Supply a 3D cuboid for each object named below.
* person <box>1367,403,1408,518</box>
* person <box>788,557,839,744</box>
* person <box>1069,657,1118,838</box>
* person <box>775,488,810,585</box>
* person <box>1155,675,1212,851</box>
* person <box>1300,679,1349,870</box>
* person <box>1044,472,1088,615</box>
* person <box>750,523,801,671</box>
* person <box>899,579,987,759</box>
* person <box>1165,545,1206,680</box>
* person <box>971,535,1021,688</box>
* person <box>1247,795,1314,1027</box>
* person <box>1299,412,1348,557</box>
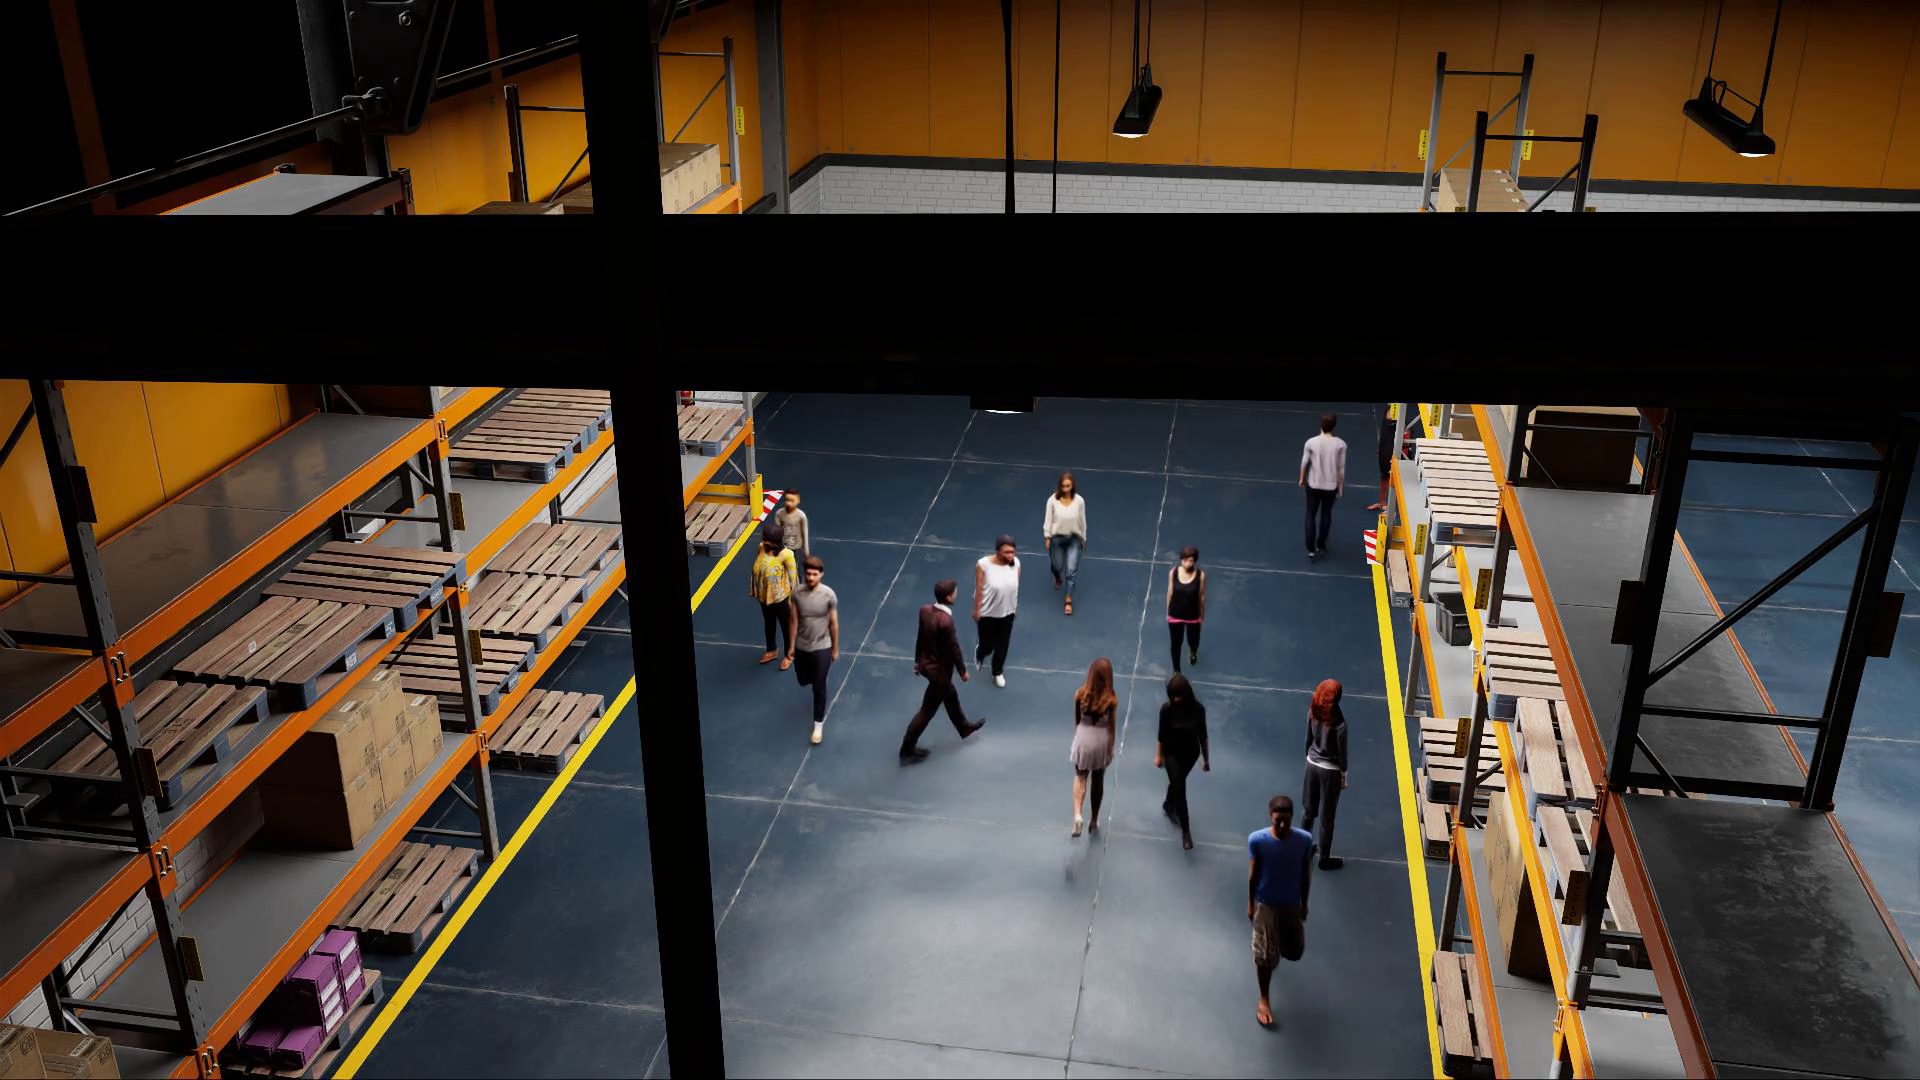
[{"bbox_3d":[5.536,-1.135,21.384,0.743,1.721,0.596,-6,24,-14],"label":"person"},{"bbox_3d":[-1.425,1.002,16.303,0.674,1.875,1.057,5,24,10],"label":"person"},{"bbox_3d":[1.143,1.874,14.458,0.624,1.754,0.862,6,24,14],"label":"person"},{"bbox_3d":[-1.899,0.076,18.964,0.601,1.440,1.005,7,24,15],"label":"person"},{"bbox_3d":[1.930,1.860,14.698,0.874,1.588,1.161,-5,24,-11],"label":"person"},{"bbox_3d":[3.104,1.979,14.186,0.700,1.780,0.650,-17,29,-34],"label":"person"},{"bbox_3d":[1.206,-0.019,18.908,0.702,1.659,0.913,1,24,1],"label":"person"},{"bbox_3d":[-1.936,0.571,17.570,0.842,1.650,0.883,15,28,31],"label":"person"},{"bbox_3d":[-0.282,1.273,15.762,1.212,1.811,1.259,-12,26,-26],"label":"person"},{"bbox_3d":[2.356,0.731,17.343,0.575,1.537,0.779,6,24,14],"label":"person"},{"bbox_3d":[0.366,0.694,17.261,0.858,1.671,0.910,-7,24,-15],"label":"person"},{"bbox_3d":[2.375,2.682,12.500,0.759,1.842,1.042,0,24,0],"label":"person"},{"bbox_3d":[4.374,-0.627,20.100,0.675,1.818,0.841,4,24,9],"label":"person"}]
